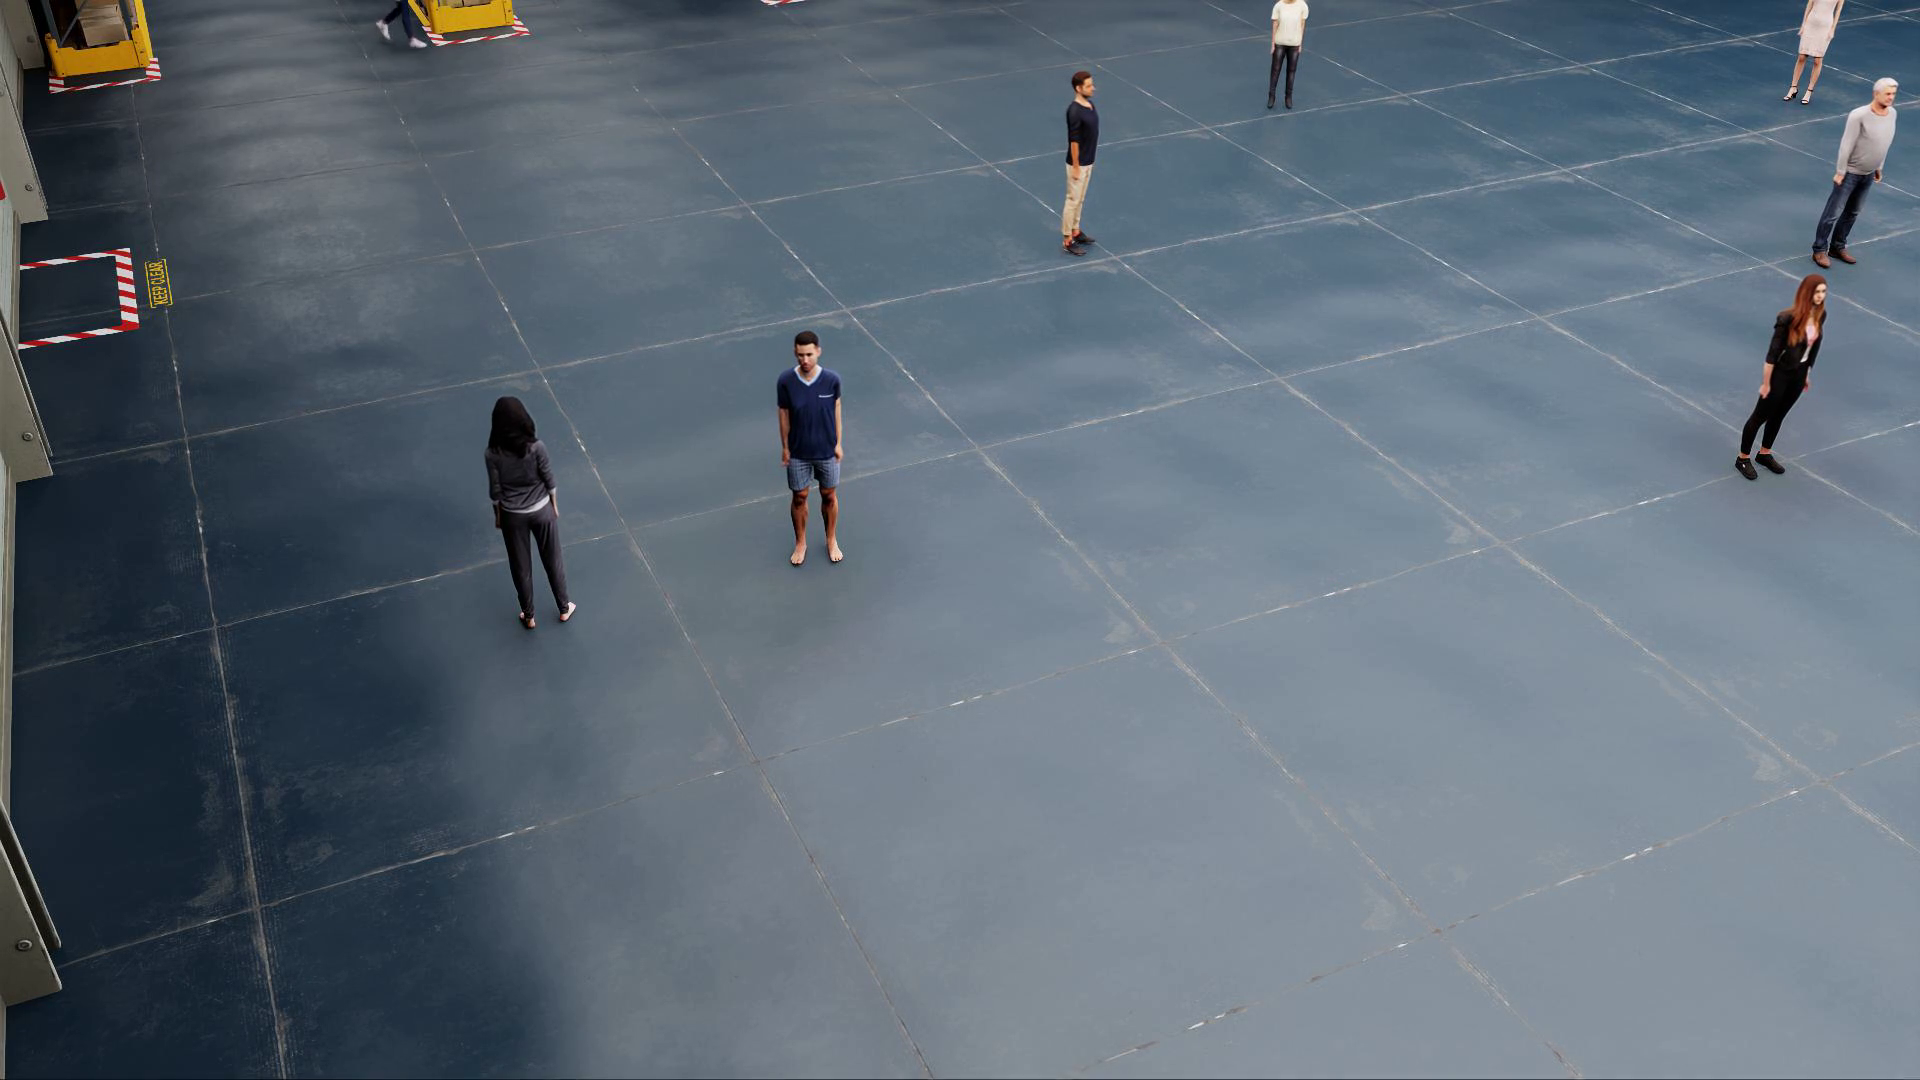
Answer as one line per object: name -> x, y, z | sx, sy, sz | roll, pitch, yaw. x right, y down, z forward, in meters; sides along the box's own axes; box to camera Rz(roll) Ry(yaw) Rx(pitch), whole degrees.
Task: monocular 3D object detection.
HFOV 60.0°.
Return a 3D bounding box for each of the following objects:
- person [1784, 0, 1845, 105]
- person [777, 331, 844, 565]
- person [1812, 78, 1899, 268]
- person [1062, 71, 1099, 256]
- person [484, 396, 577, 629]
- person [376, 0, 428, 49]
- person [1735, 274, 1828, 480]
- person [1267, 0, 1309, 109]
person -> 10.818, -6.433, 20.949 | 0.557, 1.830, 0.696 | 27, 42, 35
person -> -1.078, -0.686, 12.095 | 0.682, 1.848, 0.659 | -4, 33, -6
person -> 8.993, -3.705, 16.680 | 0.748, 1.911, 0.650 | -10, 34, -16
person -> 1.215, -3.869, 16.980 | 0.755, 1.859, 0.704 | 12, 35, 18
person -> -2.968, -0.177, 11.390 | 0.637, 1.765, 0.574 | -8, 34, -12
person -> -7.833, -7.691, 22.953 | 1.080, 1.755, 1.044 | 12, 35, 18
person -> 6.539, -1.317, 13.190 | 0.619, 1.713, 0.553 | -10, 34, -15
person -> 4.099, -6.227, 20.856 | 0.657, 1.588, 0.651 | 3, 33, 5
